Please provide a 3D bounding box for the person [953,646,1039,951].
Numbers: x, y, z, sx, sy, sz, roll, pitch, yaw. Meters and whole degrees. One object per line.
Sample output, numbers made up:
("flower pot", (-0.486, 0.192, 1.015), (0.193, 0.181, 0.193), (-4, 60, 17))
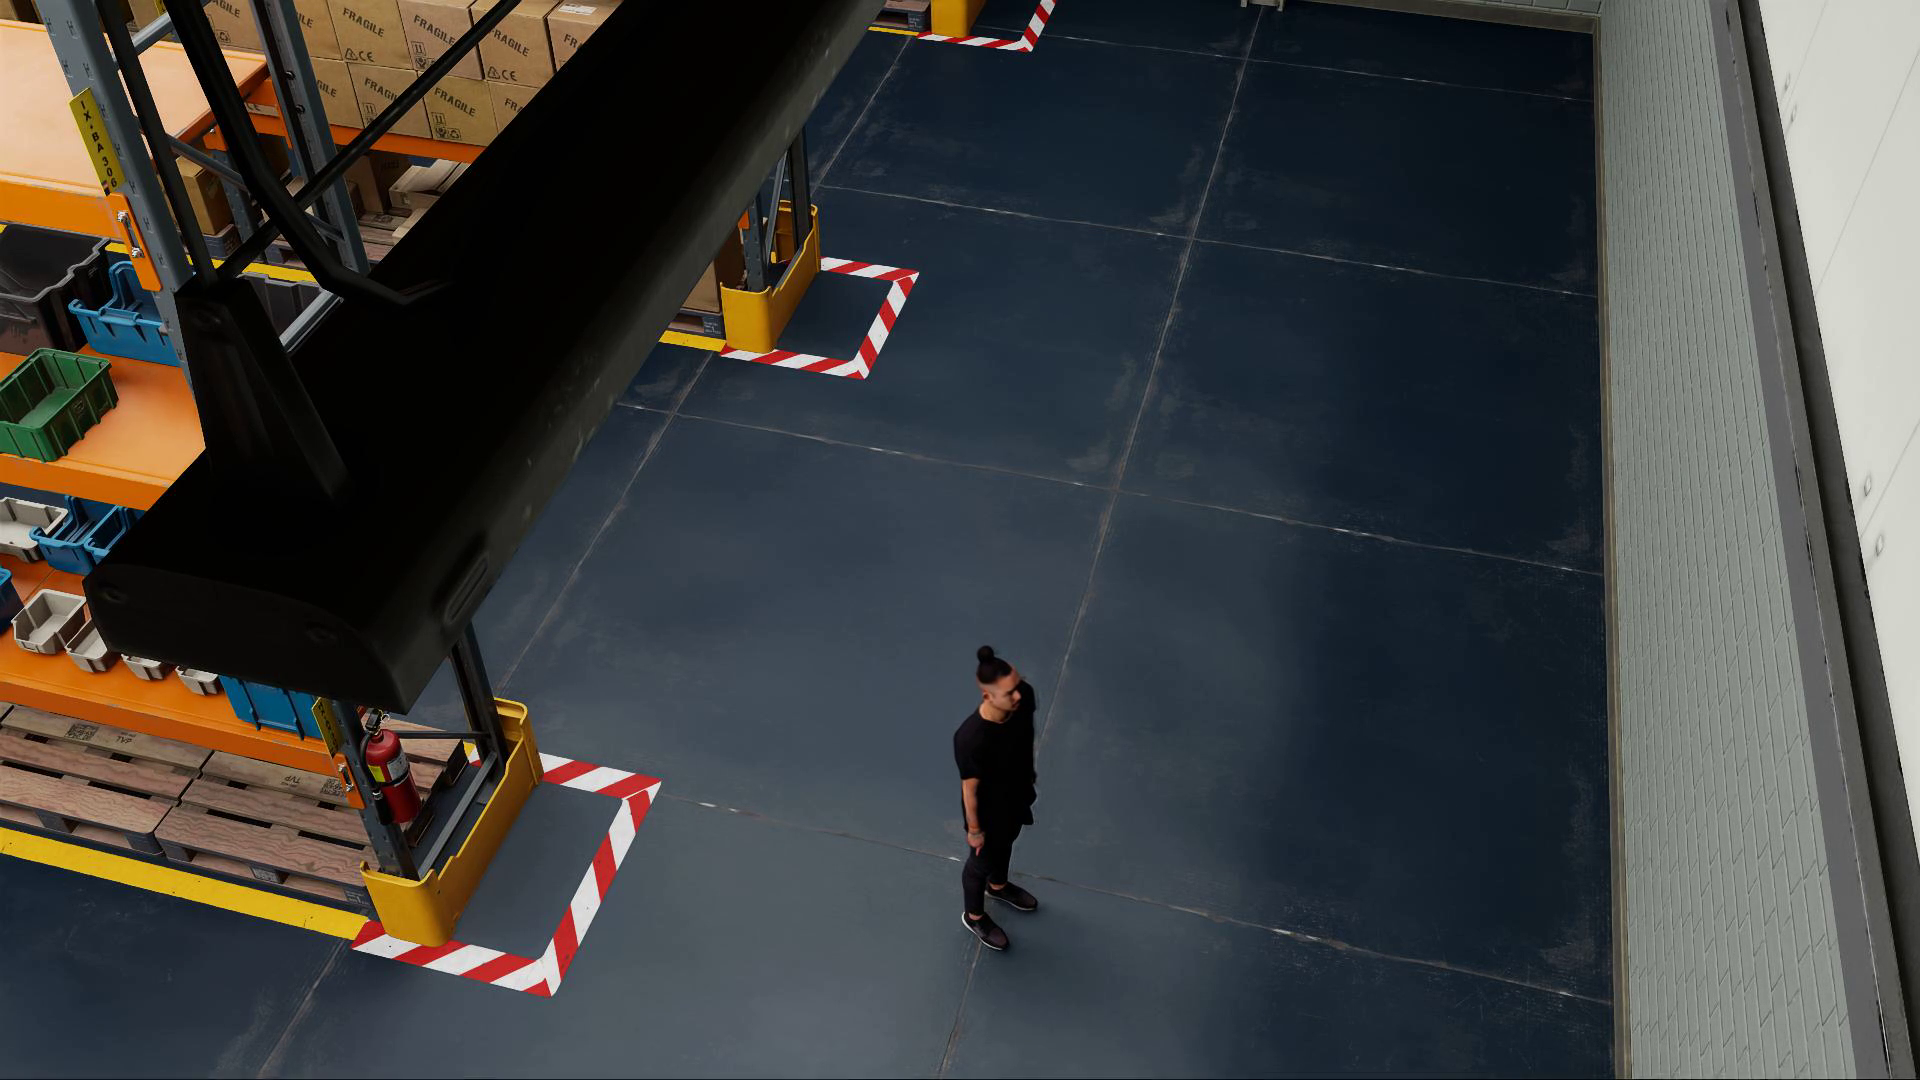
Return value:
("person", (0.166, 1.148, 7.584), (0.693, 1.864, 0.745), (23, 48, 23))
